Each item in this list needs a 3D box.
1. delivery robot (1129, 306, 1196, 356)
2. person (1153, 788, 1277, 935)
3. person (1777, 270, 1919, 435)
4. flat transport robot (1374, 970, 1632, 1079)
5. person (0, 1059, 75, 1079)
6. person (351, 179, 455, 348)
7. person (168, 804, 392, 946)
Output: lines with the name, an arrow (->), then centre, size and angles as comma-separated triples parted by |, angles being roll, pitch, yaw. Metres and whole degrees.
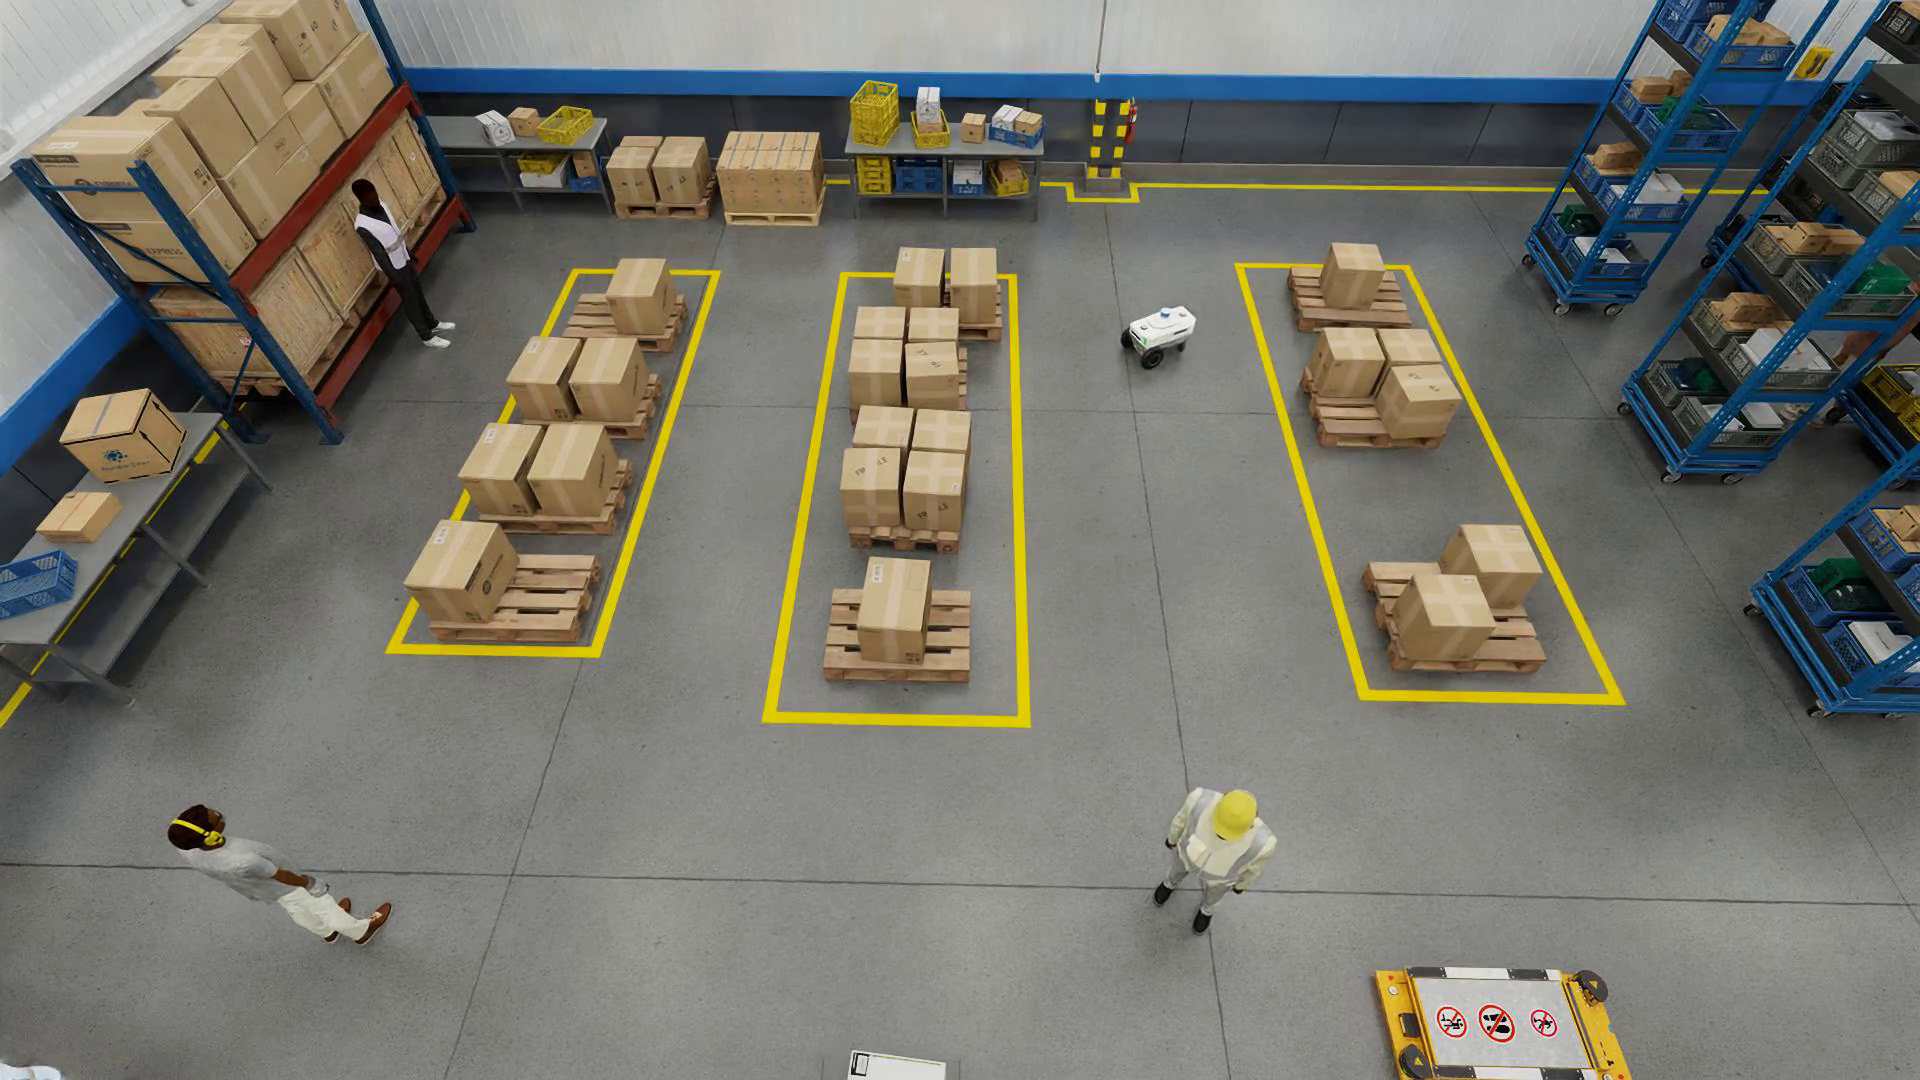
delivery robot -> 2.238, -2.339, 10.134 | 0.707, 0.478, 0.477 | -21, 54, -16
person -> 1.577, 2.020, 5.827 | 0.589, 1.824, 0.403 | 32, 58, 23
person -> 8.794, -1.865, 8.884 | 0.622, 1.994, 0.381 | -13, 52, -10
flat transport robot -> 3.501, 3.133, 5.914 | 1.431, 0.197, 0.652 | 1, 51, 1
person -> -5.067, 3.107, 5.021 | 0.534, 1.695, 0.322 | 31, 57, 23
person -> -6.023, -2.953, 9.824 | 0.391, 1.913, 0.585 | -6, 51, -5
person -> -4.250, 2.114, 5.722 | 0.513, 1.870, 0.328 | 6, 51, 5
